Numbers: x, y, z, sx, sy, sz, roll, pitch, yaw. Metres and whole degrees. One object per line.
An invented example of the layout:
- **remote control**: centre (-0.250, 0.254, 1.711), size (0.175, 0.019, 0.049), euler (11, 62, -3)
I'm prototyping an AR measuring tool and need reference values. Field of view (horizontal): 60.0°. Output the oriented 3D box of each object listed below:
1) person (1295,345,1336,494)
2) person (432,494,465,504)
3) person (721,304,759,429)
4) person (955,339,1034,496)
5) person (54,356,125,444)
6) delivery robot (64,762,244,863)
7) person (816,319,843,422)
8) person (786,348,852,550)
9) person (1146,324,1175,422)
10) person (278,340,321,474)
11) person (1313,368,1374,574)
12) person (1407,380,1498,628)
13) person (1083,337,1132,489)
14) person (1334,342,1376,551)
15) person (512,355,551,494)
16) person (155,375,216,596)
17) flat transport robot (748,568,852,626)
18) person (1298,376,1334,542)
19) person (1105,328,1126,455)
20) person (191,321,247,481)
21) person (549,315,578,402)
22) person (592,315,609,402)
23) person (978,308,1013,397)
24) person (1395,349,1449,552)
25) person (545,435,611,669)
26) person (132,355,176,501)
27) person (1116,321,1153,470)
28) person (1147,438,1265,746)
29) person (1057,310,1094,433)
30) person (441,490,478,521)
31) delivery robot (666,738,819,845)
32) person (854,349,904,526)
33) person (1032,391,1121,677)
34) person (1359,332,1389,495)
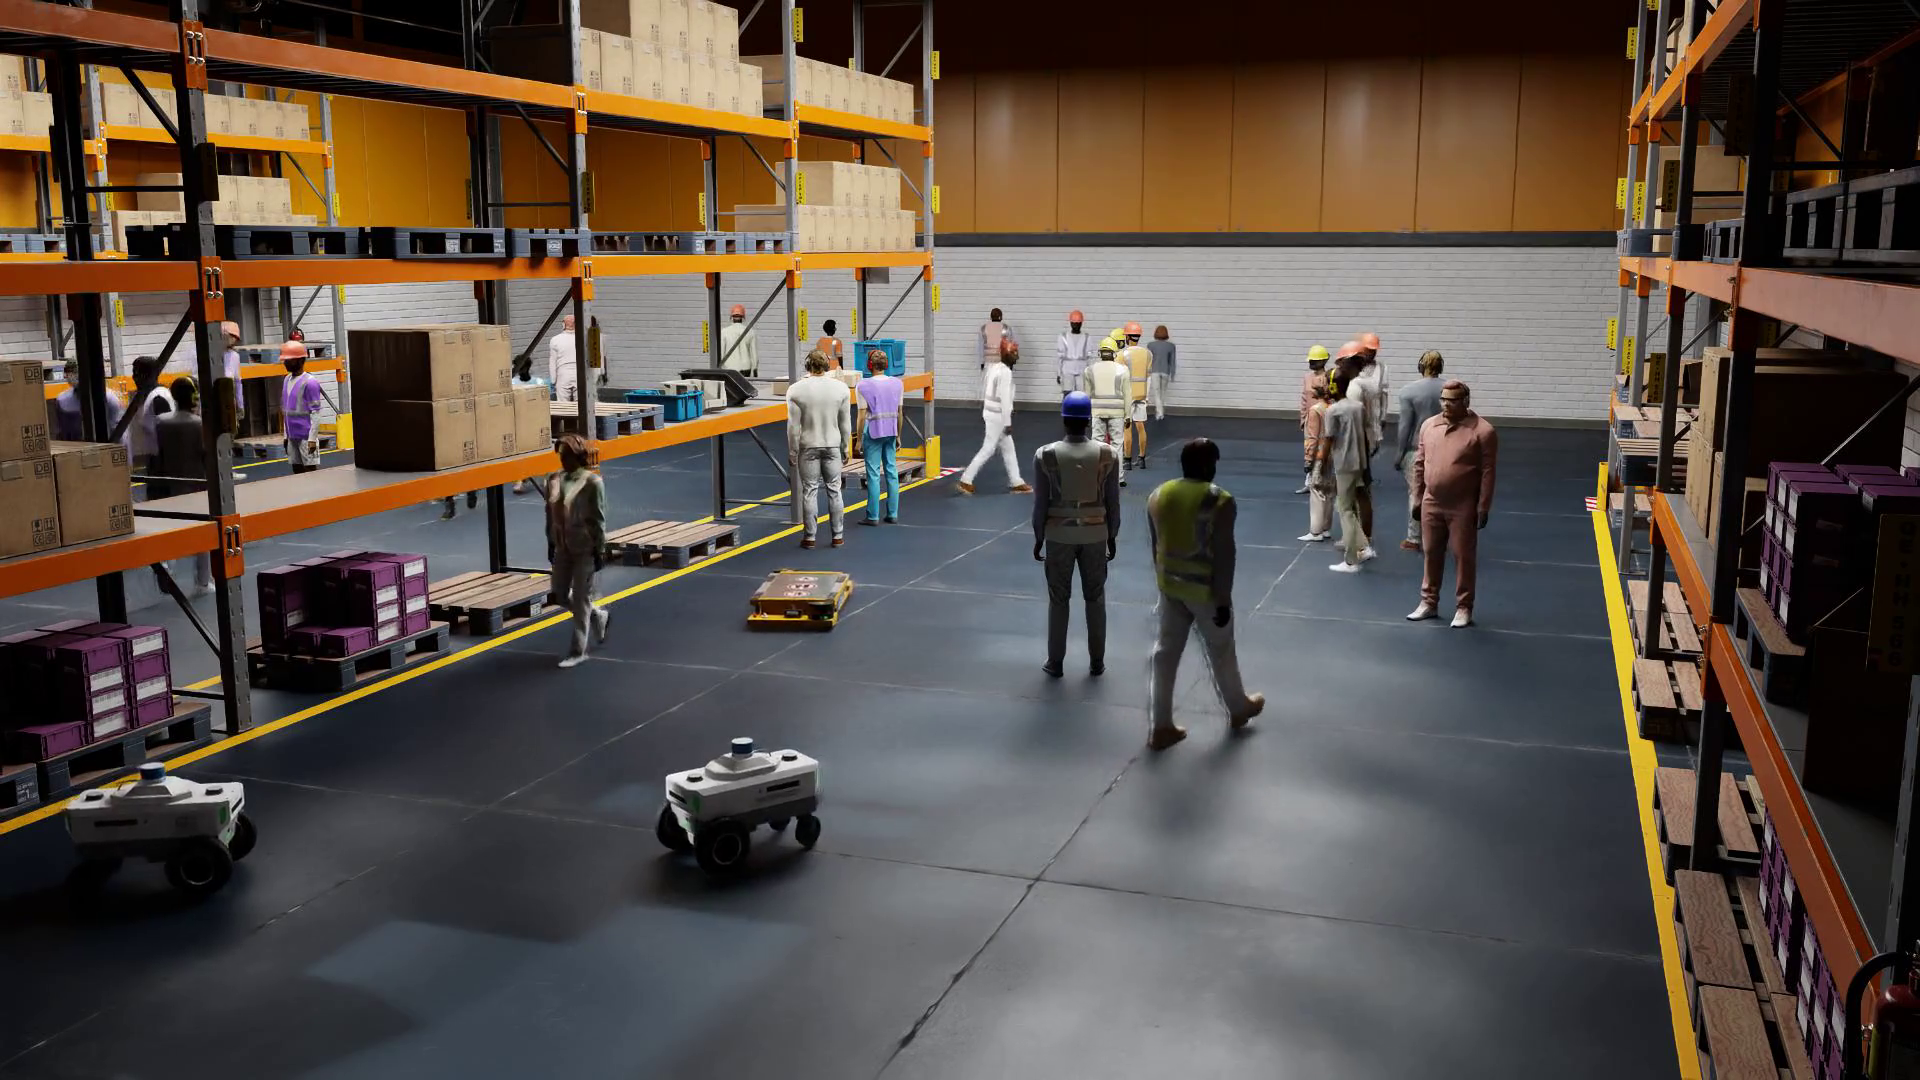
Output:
- **person**: centre (4.165, -1.381, 19.374), size (0.327, 1.765, 0.528), euler (-7, 12, -34)
- **person**: centre (-5.904, -1.291, 18.948), size (0.507, 1.723, 0.592), euler (2, 10, 9)
- **person**: centre (-3.535, -2.769, 26.574), size (0.658, 1.972, 0.681), euler (-2, 10, -11)
- **person**: centre (0.390, -1.420, 19.421), size (0.983, 1.841, 0.629), euler (-1, 10, -8)
- **person**: centre (-7.950, -0.716, 15.171), size (0.655, 1.926, 0.437), euler (2, 10, 13)
- **delivery robot**: centre (-3.684, 1.264, 7.622), size (0.707, 0.478, 0.477), euler (-2, 10, -9)
- **person**: centre (-2.134, -2.799, 27.546), size (0.529, 1.700, 0.316), euler (7, 12, 33)
- **person**: centre (-1.356, -0.870, 16.010), size (0.628, 1.940, 0.373), euler (-2, 10, -13)
- **person**: centre (3.341, -2.778, 27.713), size (0.510, 1.634, 0.623), euler (-2, 10, -9)
- **person**: centre (-6.882, -1.107, 17.339), size (0.545, 1.941, 0.351), euler (7, 12, 34)
- **person**: centre (3.418, -0.611, 14.826), size (0.454, 1.839, 0.521), euler (10, 14, 44)
- **person**: centre (3.764, -0.282, 12.793), size (0.652, 1.904, 0.403), euler (9, 14, 43)
- **person**: centre (1.777, -1.514, 19.959), size (0.588, 1.823, 0.403), euler (3, 11, 18)
- **person**: centre (3.722, -0.848, 15.680), size (0.475, 2.008, 0.722), euler (3, 11, 18)
- **person**: centre (-5.105, -1.391, 19.775), size (0.573, 1.640, 0.912), euler (0, 10, 1)
- **person**: centre (-6.421, -0.427, 13.739), size (0.529, 1.857, 0.560), euler (2, 10, 9)
- **flat transport robot**: centre (-1.259, 0.447, 13.282), size (0.652, 0.197, 1.431), euler (0, 10, 2)
- **person**: centre (3.558, -0.801, 16.458), size (0.306, 1.641, 0.522), euler (7, 12, 34)
- **person**: centre (2.188, -2.070, 23.250), size (0.324, 1.767, 0.533), euler (-4, 11, -20)
- **person**: centre (-9.124, -1.666, 20.384), size (0.412, 1.996, 0.789), euler (5, 11, 27)
- **person**: centre (-5.735, -2.367, 24.577), size (0.651, 1.895, 0.401), euler (-4, 11, -22)
- **person**: centre (-5.680, -2.551, 25.720), size (0.411, 1.849, 0.549), euler (4, 11, 19)
- **person**: centre (0.637, -3.095, 28.825), size (0.624, 1.840, 0.429), euler (3, 10, 14)
- **person**: centre (4.481, -0.851, 15.903), size (0.636, 1.936, 0.356), euler (-2, 10, -10)
- **person**: centre (-2.655, 0.059, 11.644), size (0.530, 1.621, 0.544), euler (6, 12, 29)
- **person**: centre (-7.504, -0.796, 15.708), size (0.551, 1.898, 0.608), euler (-7, 12, -35)
- **person**: centre (2.236, -1.872, 21.655), size (0.545, 1.938, 0.362), euler (-6, 12, -31)
- **person**: centre (1.445, 0.286, 9.879), size (0.661, 1.794, 0.935), euler (10, 14, 43)
- **person**: centre (1.782, -2.581, 25.674), size (0.569, 1.924, 0.496), euler (0, 10, 0)
- **person**: centre (-5.451, -1.186, 17.764), size (0.600, 1.947, 0.520), euler (1, 10, 3)
- **delivery robot**: centre (-1.038, 1.194, 7.997), size (0.707, 0.478, 0.477), euler (-7, 12, -36)
- **person**: centre (-0.838, -1.060, 17.337), size (0.565, 1.846, 0.390), euler (-7, 12, -36)
- **person**: centre (0.784, -0.035, 11.279), size (0.605, 1.948, 0.391), euler (-1, 10, -5)
- **person**: centre (4.766, -1.504, 19.638), size (0.552, 1.918, 0.673), euler (-1, 10, -5)
